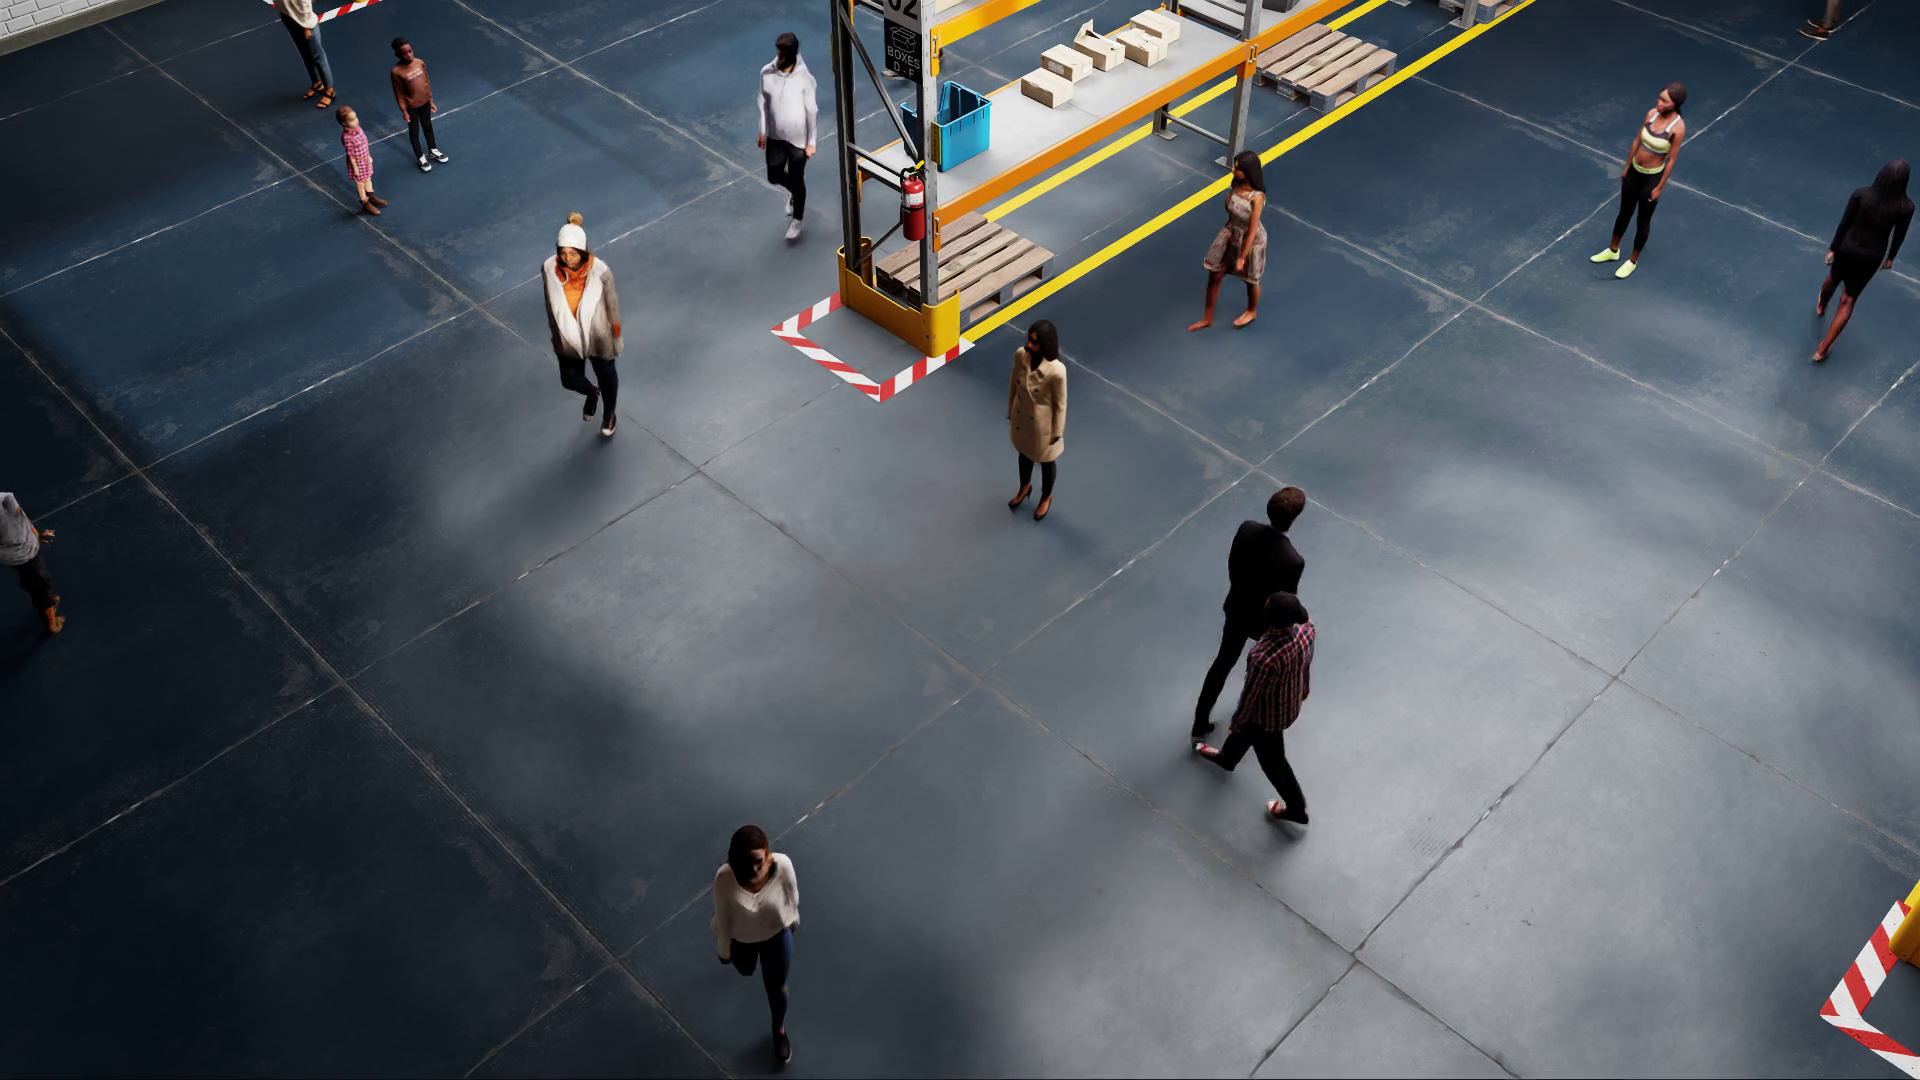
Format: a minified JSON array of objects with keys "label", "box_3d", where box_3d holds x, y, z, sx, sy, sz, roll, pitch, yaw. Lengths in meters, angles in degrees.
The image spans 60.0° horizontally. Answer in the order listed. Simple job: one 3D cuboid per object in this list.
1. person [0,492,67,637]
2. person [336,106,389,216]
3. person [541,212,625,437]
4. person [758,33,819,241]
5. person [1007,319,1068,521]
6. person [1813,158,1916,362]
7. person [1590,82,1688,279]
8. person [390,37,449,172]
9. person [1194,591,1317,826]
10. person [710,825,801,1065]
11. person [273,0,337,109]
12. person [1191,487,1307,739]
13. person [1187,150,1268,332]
[{"label":"person","box_3d":[-6.229,0.061,10.907,0.757,1.444,0.818,-3,44,-3]},{"label":"person","box_3d":[-5.373,-3.414,14.861,0.559,1.022,0.483,10,45,11]},{"label":"person","box_3d":[-2.769,-1.637,12.371,0.865,1.882,0.925,1,44,1]},{"label":"person","box_3d":[-1.435,-3.534,14.343,0.896,1.910,0.967,12,45,13]},{"label":"person","box_3d":[0.543,-0.848,11.689,0.646,1.682,0.535,31,52,29]},{"label":"person","box_3d":[7.050,-2.173,13.079,0.812,1.681,1.173,23,48,22]},{"label":"person","box_3d":[5.754,-3.033,13.929,0.585,1.755,0.603,-23,48,-22]},{"label":"person","box_3d":[-5.030,-4.054,15.364,0.591,1.255,0.434,31,52,28]},{"label":"person","box_3d":[1.879,1.005,9.713,0.866,1.725,1.091,29,50,27]},{"label":"person","box_3d":[-1.080,2.002,8.706,1.057,1.670,1.013,-10,45,-11]},{"label":"person","box_3d":[-6.368,-5.023,16.070,0.613,1.683,0.538,33,53,30]},{"label":"person","box_3d":[1.762,0.478,10.168,0.737,1.858,1.229,31,52,28]},{"label":"person","box_3d":[2.345,-2.411,13.374,0.923,1.619,0.734,-26,49,-25]}]
